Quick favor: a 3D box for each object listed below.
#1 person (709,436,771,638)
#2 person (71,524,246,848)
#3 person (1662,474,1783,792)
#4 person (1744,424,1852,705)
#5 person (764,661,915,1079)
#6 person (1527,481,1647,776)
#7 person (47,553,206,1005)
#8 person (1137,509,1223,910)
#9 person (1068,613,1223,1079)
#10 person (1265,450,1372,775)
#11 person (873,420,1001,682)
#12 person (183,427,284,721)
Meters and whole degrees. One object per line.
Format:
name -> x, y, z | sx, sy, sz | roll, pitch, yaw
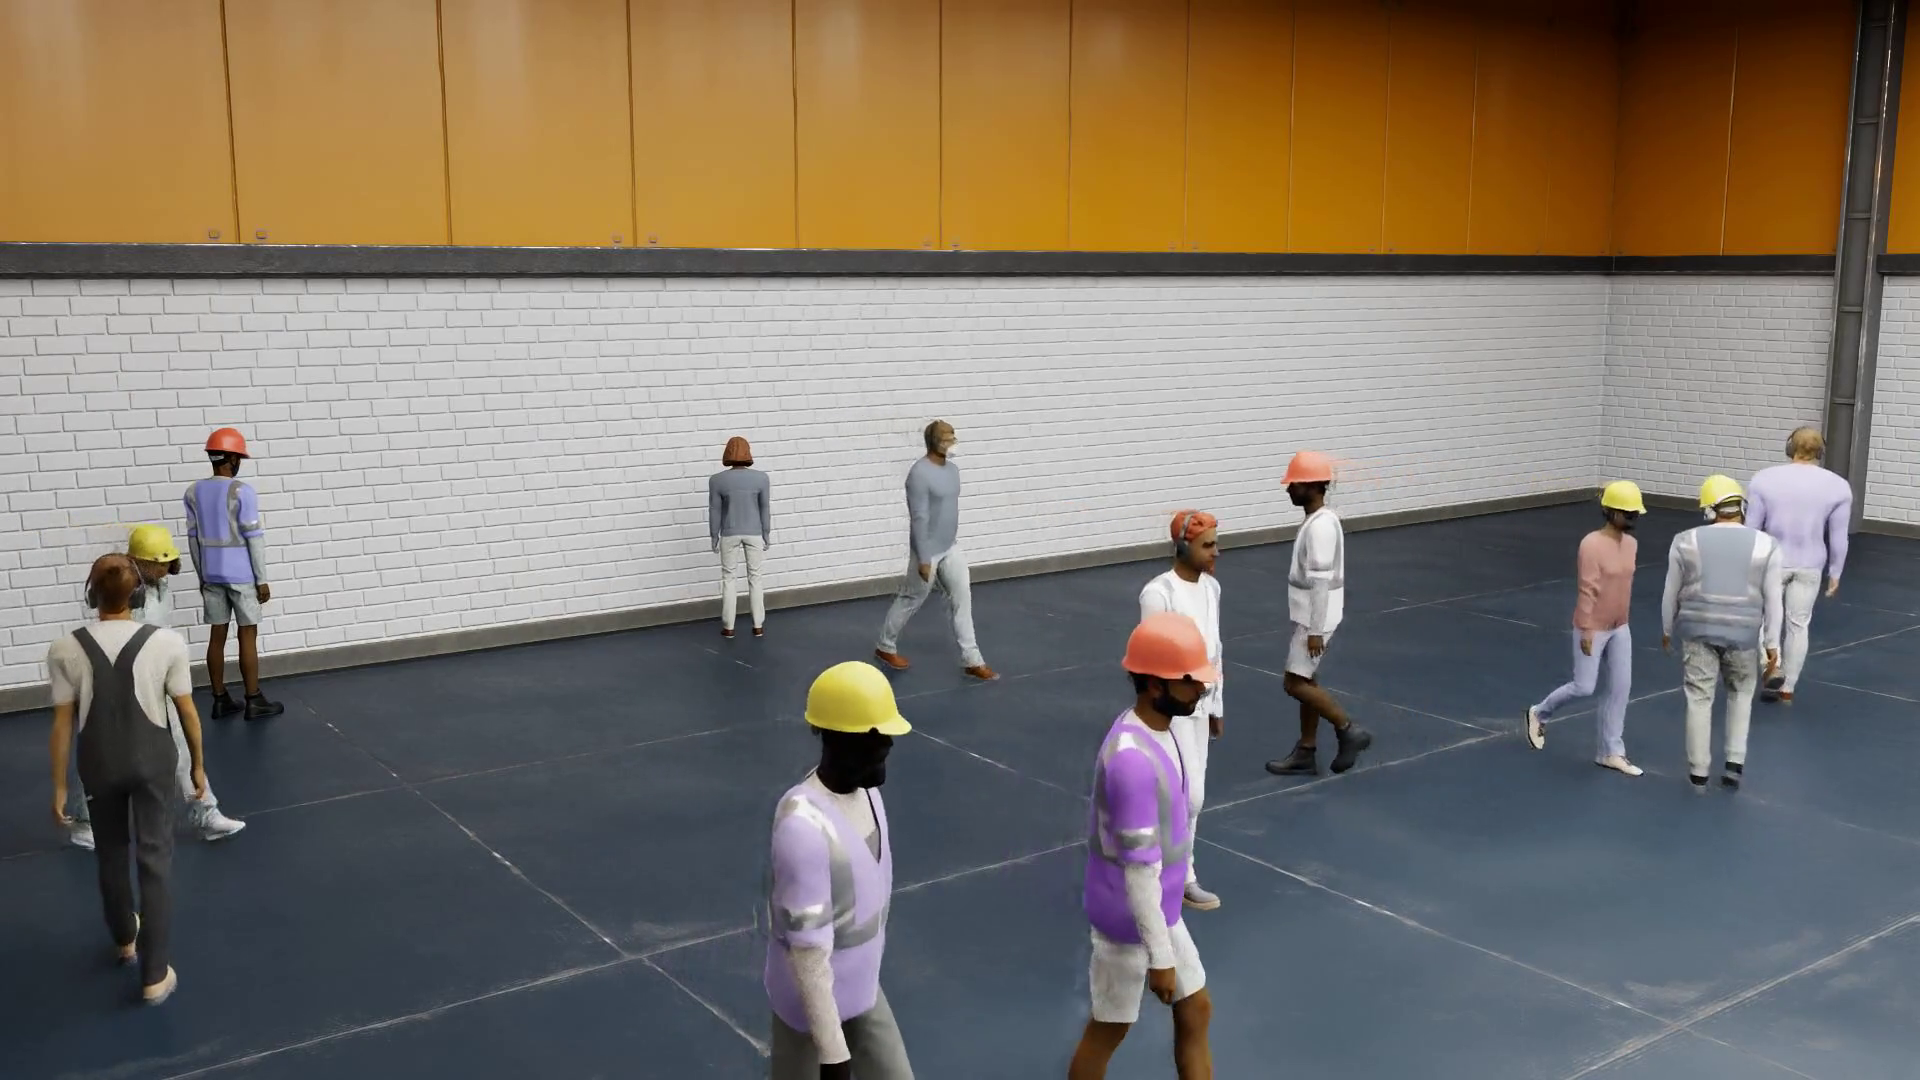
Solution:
person -> -1.771, -0.022, 13.406 | 0.493, 1.625, 0.280 | -2, 9, -10
person -> -4.117, 0.753, 8.413 | 0.918, 1.689, 0.511 | 1, 9, 4
person -> 4.337, 0.527, 9.496 | 0.617, 1.789, 0.577 | 4, 10, 23
person -> 5.608, 0.185, 11.197 | 0.656, 1.925, 0.497 | 3, 10, 19
person -> -0.290, 1.263, 4.684 | 0.998, 1.872, 0.610 | 3, 10, 18
person -> 3.748, 0.491, 9.860 | 0.521, 1.741, 0.660 | -5, 11, -30
person -> -3.424, 0.940, 6.889 | 0.550, 1.815, 0.821 | -3, 10, -18
person -> 1.033, 0.790, 7.635 | 0.414, 1.872, 0.609 | 7, 12, 37
person -> 0.684, 1.168, 5.194 | 0.875, 1.900, 0.577 | 3, 10, 16
person -> 2.069, 0.443, 9.610 | 0.505, 1.925, 0.573 | 1, 9, 8
person -> -0.208, 0.066, 12.058 | 1.040, 1.893, 0.641 | 6, 11, 32
person -> -4.779, 0.226, 10.938 | 0.543, 1.928, 0.374 | 2, 10, 15
